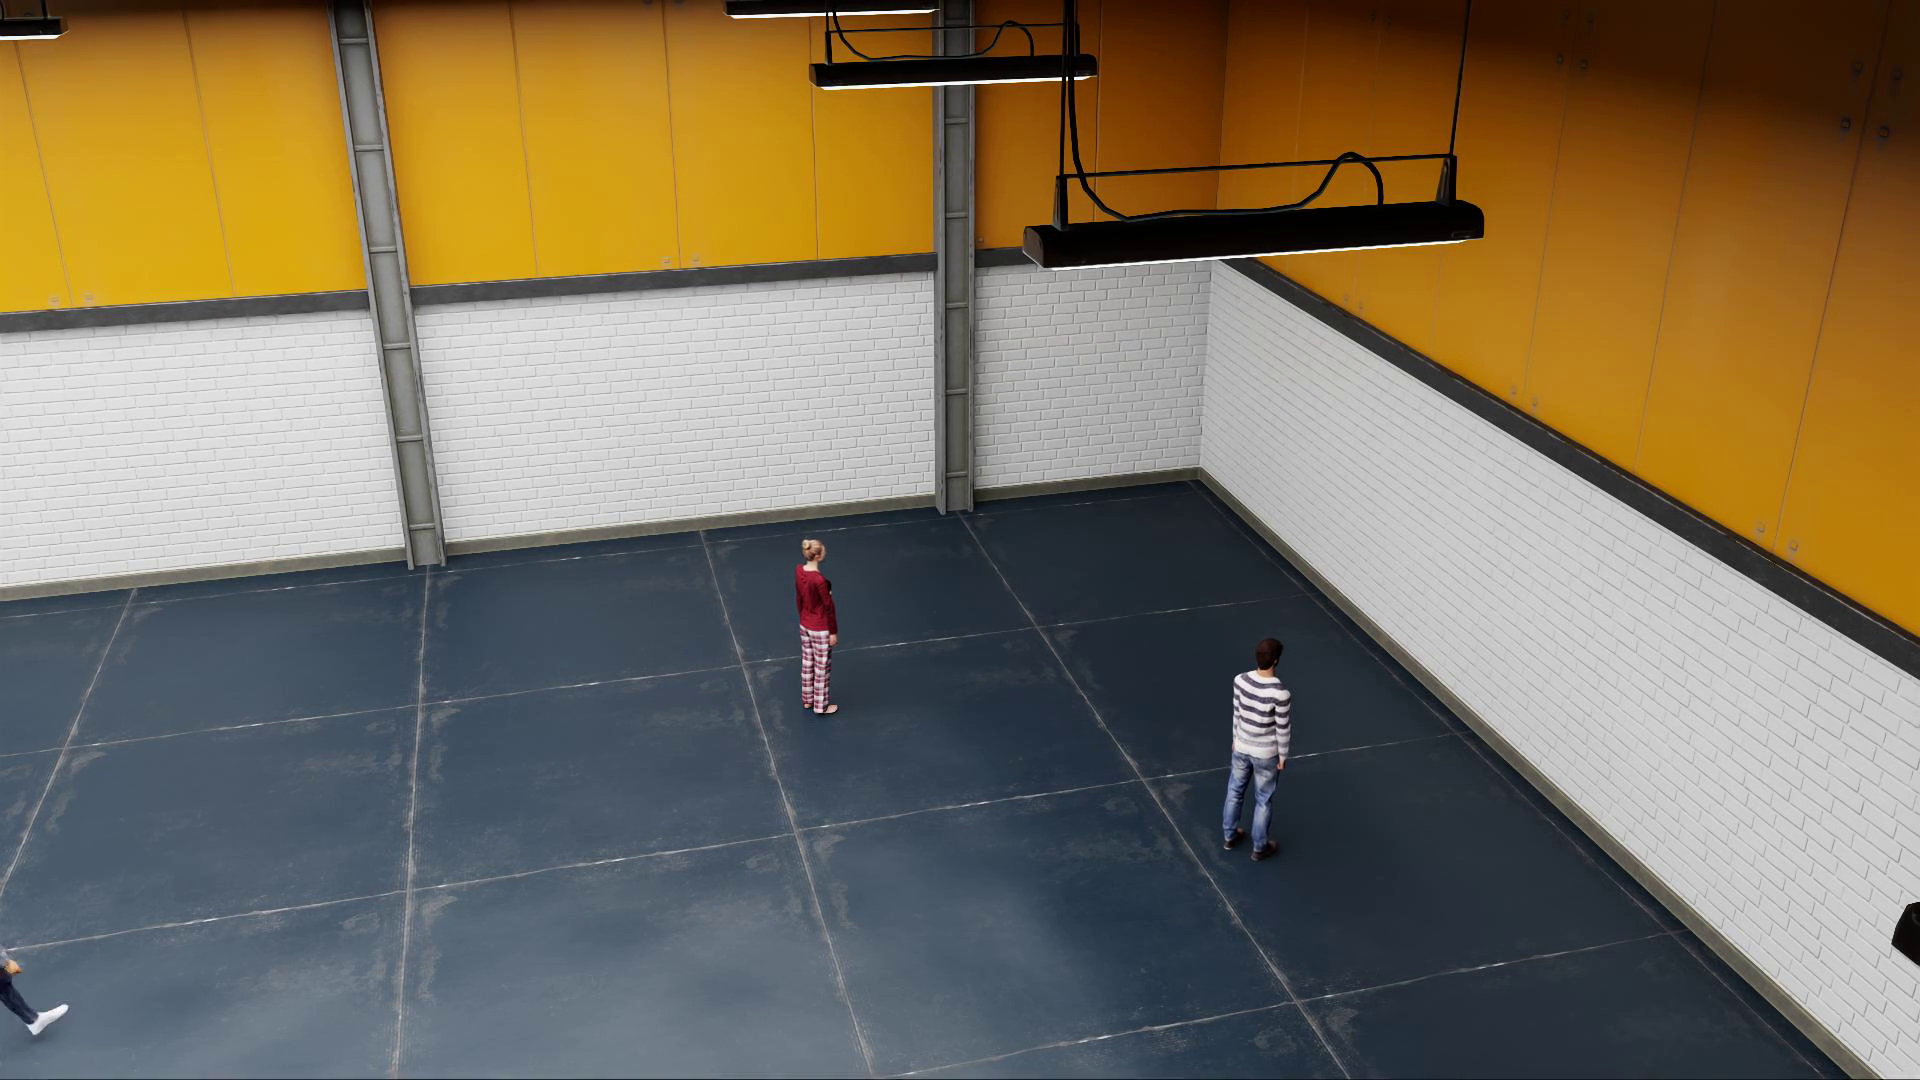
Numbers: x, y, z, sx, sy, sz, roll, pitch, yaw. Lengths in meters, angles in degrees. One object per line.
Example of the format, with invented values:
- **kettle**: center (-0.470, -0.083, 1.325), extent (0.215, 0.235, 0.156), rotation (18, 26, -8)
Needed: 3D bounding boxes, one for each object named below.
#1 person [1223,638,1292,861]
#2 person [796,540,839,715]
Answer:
- **person**: center (2.291, 1.608, 12.877), extent (0.706, 1.849, 0.732), rotation (17, 29, 34)
- **person**: center (-1.299, 0.760, 15.002), extent (0.667, 1.700, 0.690), rotation (-20, 31, -38)
